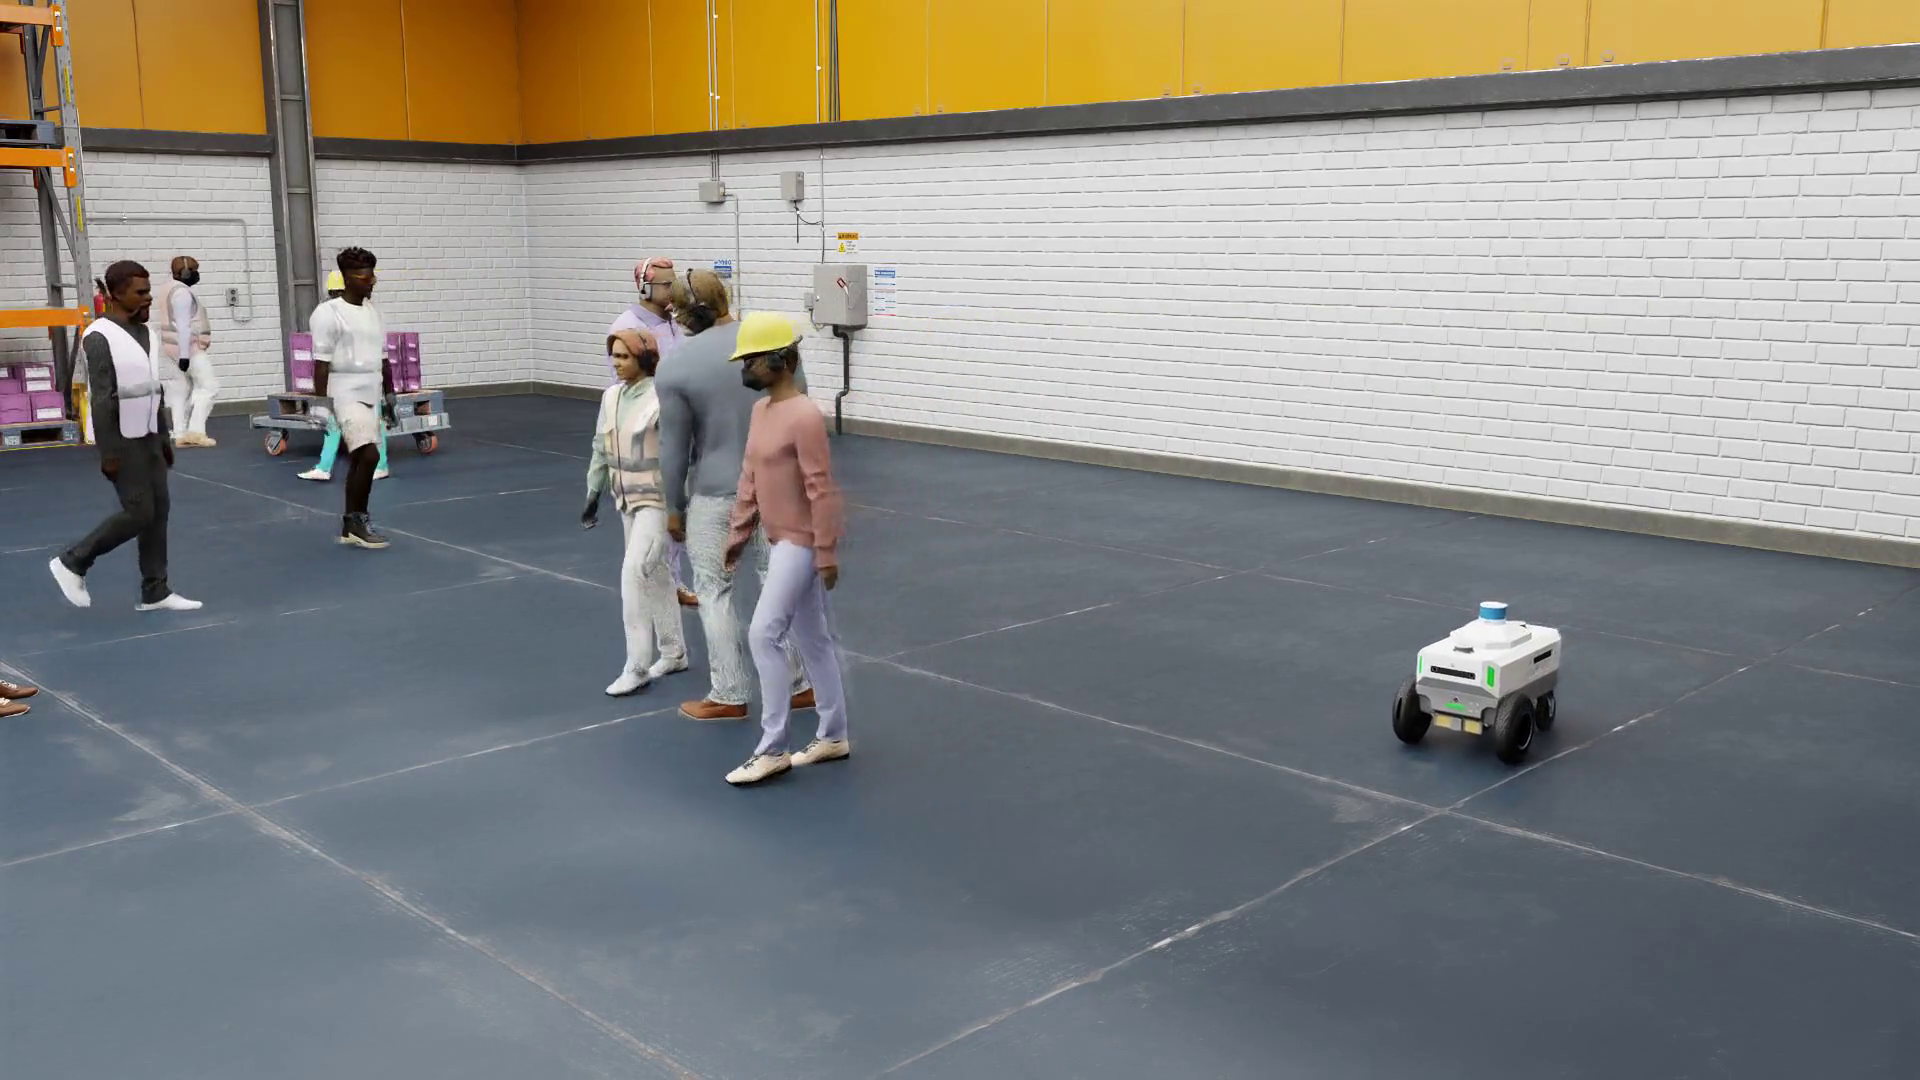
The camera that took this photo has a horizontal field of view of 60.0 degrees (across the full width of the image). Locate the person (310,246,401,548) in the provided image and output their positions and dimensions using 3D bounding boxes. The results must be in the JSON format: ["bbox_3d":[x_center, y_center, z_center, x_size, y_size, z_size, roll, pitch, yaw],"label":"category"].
[{"bbox_3d":[-3.839,-0.906,10.735,0.620,1.943,0.650,3,11,17],"label":"person"}]

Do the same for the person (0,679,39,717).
[{"bbox_3d":[-4.173,-0.183,7.024,0.317,1.865,0.531,-4,11,-21],"label":"person"}]

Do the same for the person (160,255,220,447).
[{"bbox_3d":[-7.335,-1.785,15.861,0.490,1.826,0.626,-8,13,-38],"label":"person"}]

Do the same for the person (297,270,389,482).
[{"bbox_3d":[-5.032,-1.309,13.491,0.552,1.729,0.826,8,13,36],"label":"person"}]

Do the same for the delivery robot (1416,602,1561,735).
[{"bbox_3d":[2.123,0.492,6.661,0.477,0.478,0.707,9,13,40],"label":"delivery robot"}]

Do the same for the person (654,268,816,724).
[{"bbox_3d":[-0.865,-0.172,6.933,0.792,1.899,0.368,-5,11,-25],"label":"person"}]

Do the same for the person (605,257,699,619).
[{"bbox_3d":[-1.591,-0.545,8.887,0.409,1.908,0.639,4,11,21],"label":"person"}]

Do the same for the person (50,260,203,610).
[{"bbox_3d":[-4.479,-0.531,8.857,0.604,1.899,0.596,0,10,-1],"label":"person"}]

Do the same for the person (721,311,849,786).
[{"bbox_3d":[-0.715,0.026,6.213,0.680,1.736,0.518,-5,11,-23],"label":"person"}]

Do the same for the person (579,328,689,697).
[{"bbox_3d":[-1.481,-0.129,7.426,0.680,1.614,0.528,-10,14,-43],"label":"person"}]
